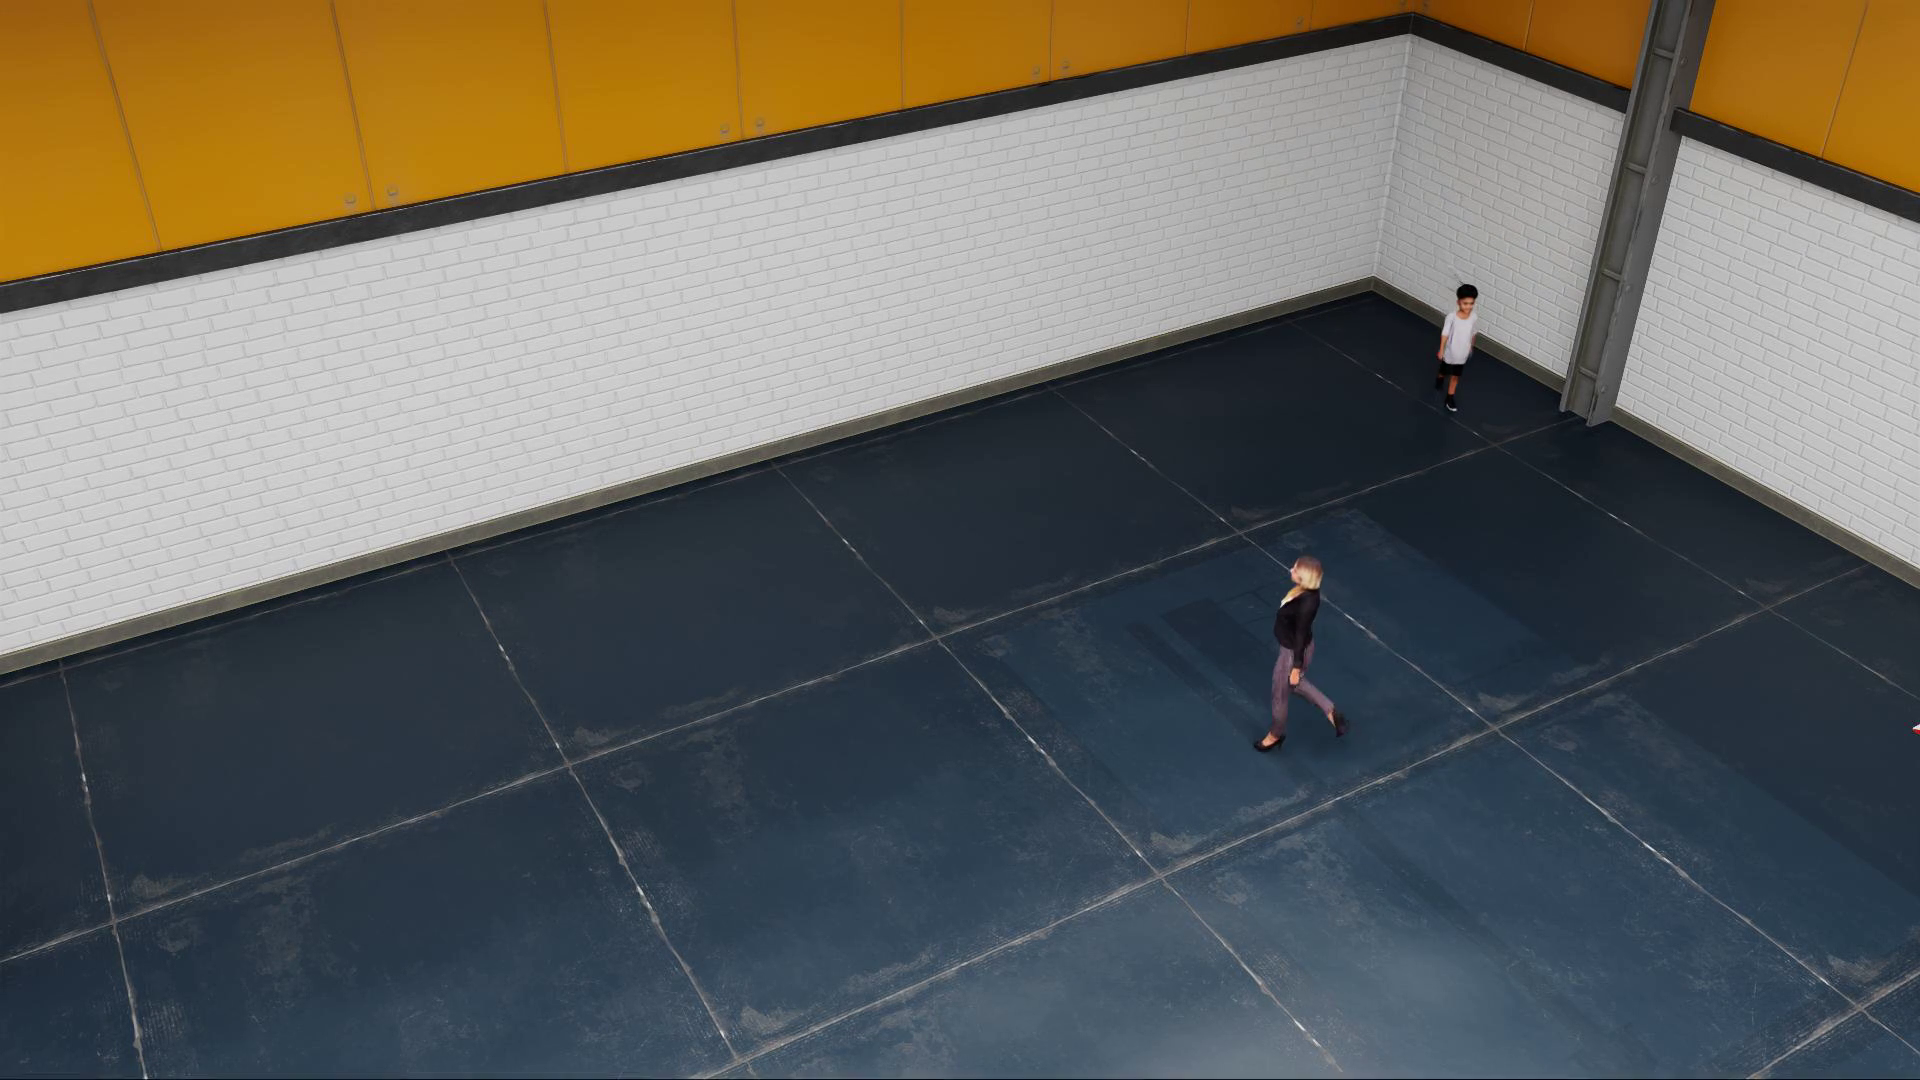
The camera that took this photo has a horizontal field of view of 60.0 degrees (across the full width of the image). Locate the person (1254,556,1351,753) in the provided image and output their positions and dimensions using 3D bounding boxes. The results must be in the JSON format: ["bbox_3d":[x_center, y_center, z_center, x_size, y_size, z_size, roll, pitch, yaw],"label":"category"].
[{"bbox_3d":[2.401,0.829,11.484,0.966,1.654,0.911,8,34,11],"label":"person"}]

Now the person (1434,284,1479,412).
[{"bbox_3d":[4.740,-1.877,15.918,0.656,1.253,0.764,-2,34,-3],"label":"person"}]
